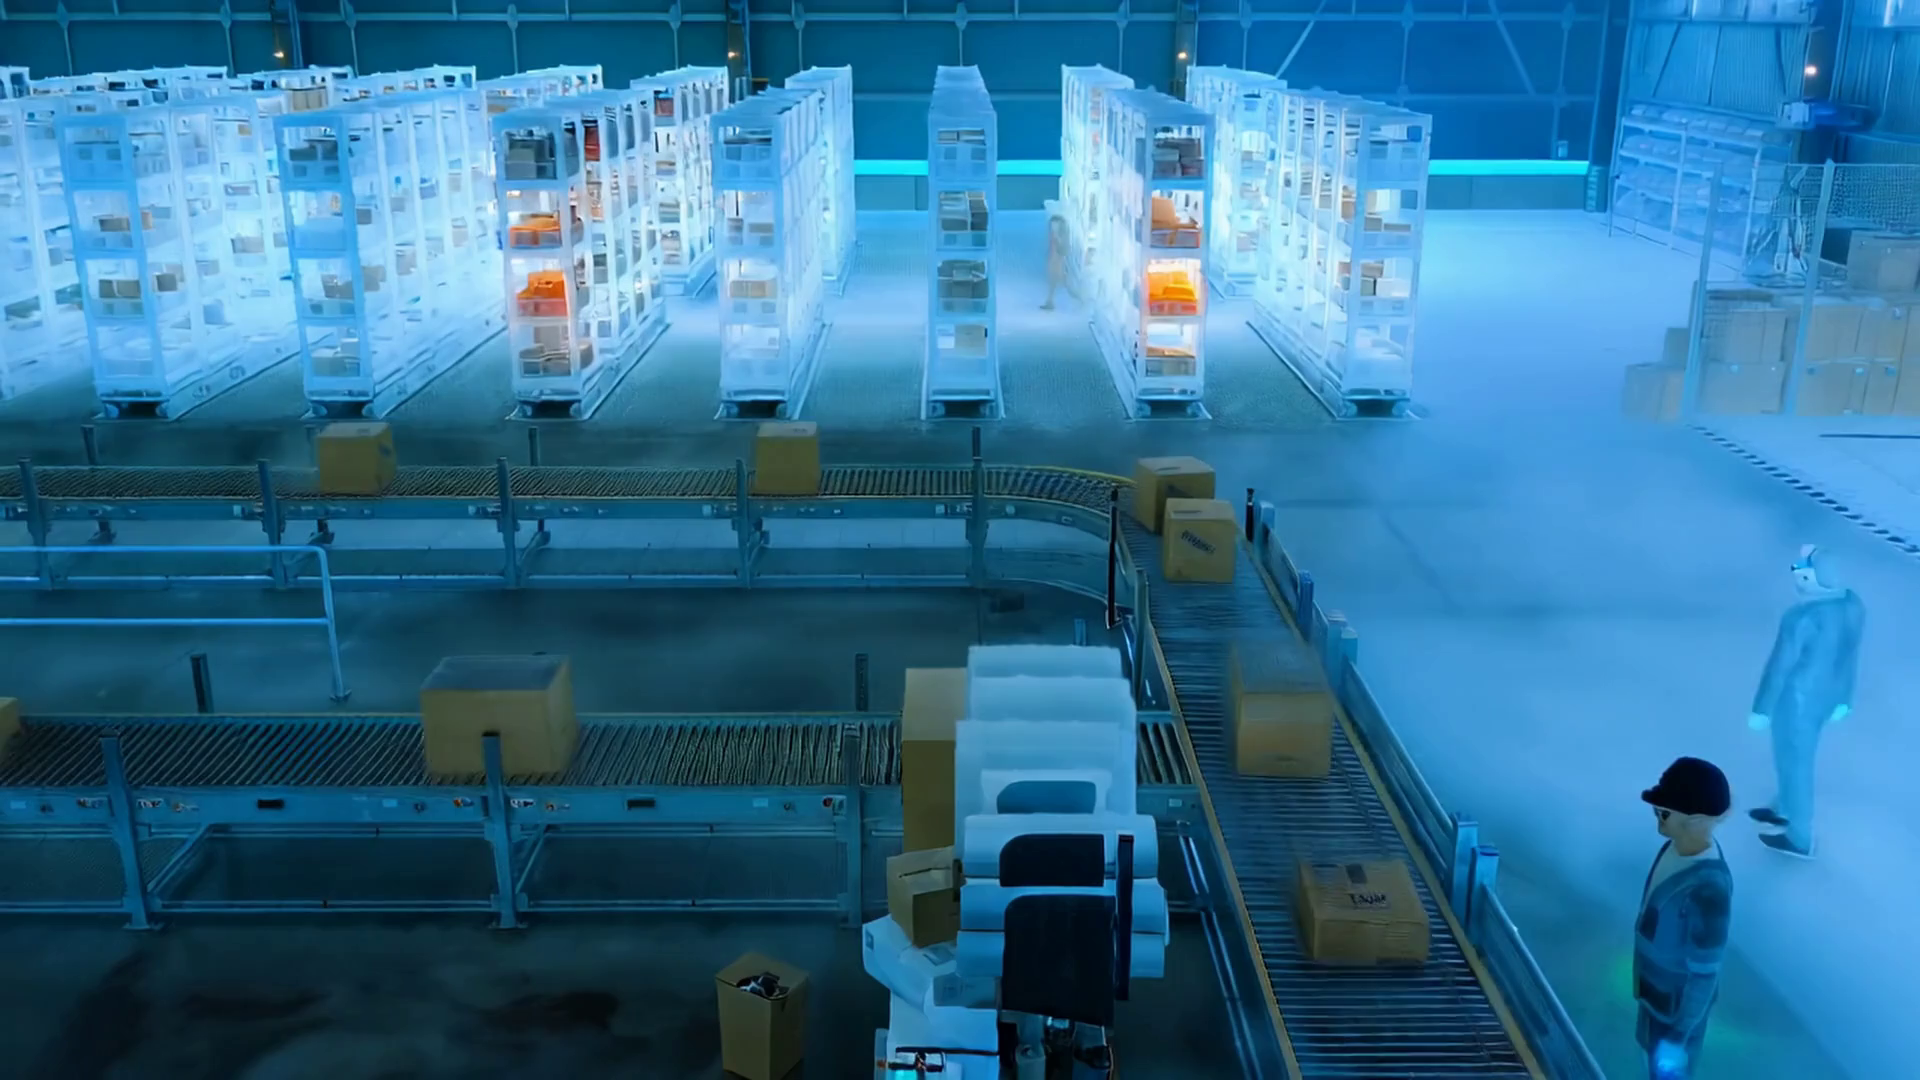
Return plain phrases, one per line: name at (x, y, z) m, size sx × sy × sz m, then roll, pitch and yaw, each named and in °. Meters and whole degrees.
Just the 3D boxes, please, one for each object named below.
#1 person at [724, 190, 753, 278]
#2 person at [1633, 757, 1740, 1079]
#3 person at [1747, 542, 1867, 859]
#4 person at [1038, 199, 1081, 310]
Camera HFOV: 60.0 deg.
person at (-3.751, -5.185, 28.641) m, size 0.594 × 1.832 × 0.403 m, roll -4°, pitch 18°, yaw -11°
person at (2.849, 1.824, 6.720) m, size 0.377 × 2.045 × 0.605 m, roll 4°, pitch 18°, yaw 11°
person at (4.881, 0.918, 9.771) m, size 0.660 × 1.884 × 0.665 m, roll -12°, pitch 21°, yaw -32°
person at (1.620, -4.585, 26.826) m, size 0.677 × 1.816 × 0.607 m, roll 5°, pitch 19°, yaw 15°
